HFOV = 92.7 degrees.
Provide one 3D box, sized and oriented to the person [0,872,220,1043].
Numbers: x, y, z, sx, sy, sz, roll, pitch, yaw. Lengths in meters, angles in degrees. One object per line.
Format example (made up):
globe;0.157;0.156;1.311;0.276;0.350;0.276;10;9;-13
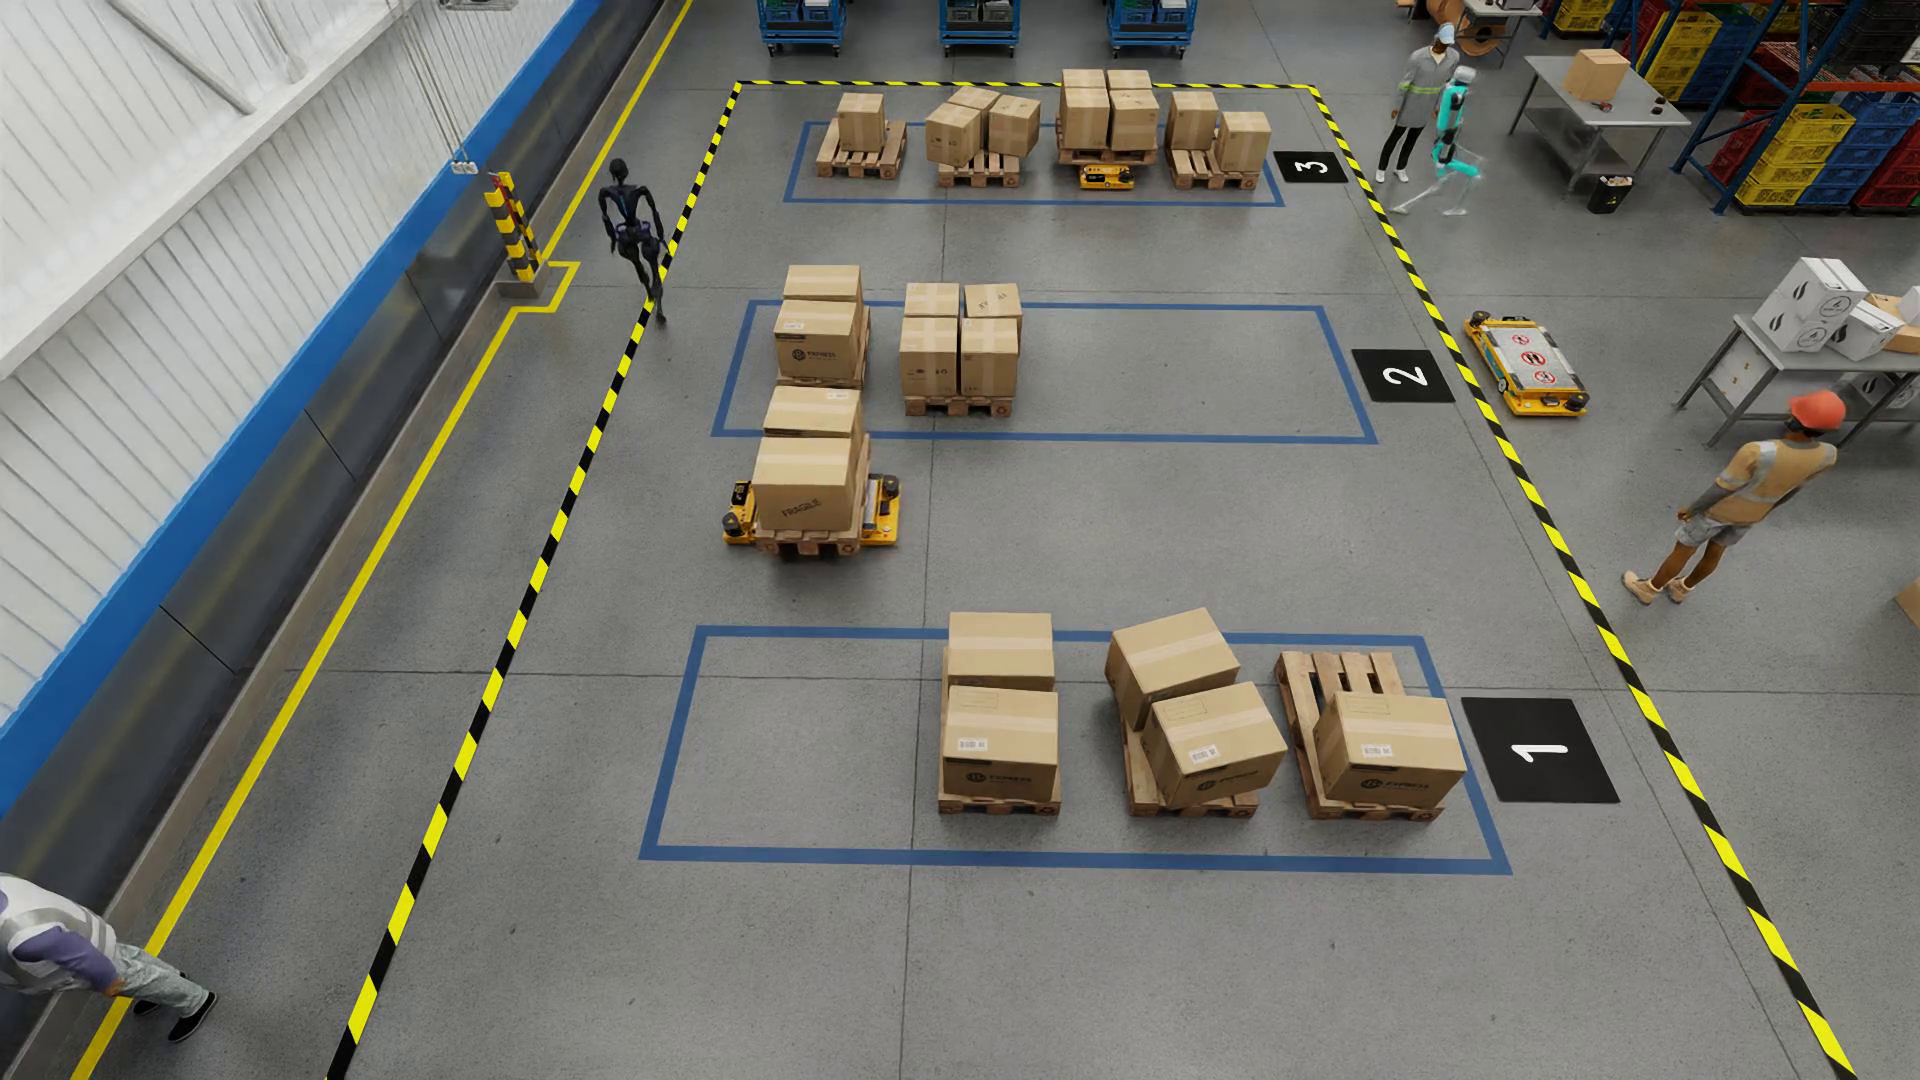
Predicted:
person;-4.529;2.118;4.662;0.599;1.836;0.404;22;53;18

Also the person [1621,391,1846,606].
person;5.538;-0.250;6.575;0.607;2.048;0.365;0;49;0

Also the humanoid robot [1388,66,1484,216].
humanoid robot;5.697;-4.425;10.438;1.047;1.769;0.537;9;50;8

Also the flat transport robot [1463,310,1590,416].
flat transport robot;5.573;-1.757;9.054;0.659;0.231;1.431;1;49;1

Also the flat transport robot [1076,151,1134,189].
flat transport robot;1.845;-4.982;11.827;0.652;0.197;1.431;1;49;1

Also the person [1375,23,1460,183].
person;5.500;-5.202;10.989;0.597;1.850;0.395;-1;49;-1

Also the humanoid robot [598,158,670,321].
humanoid robot;-3.267;-2.997;9.215;0.590;1.633;0.710;-7;49;-6

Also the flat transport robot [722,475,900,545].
flat transport robot;-1.241;-0.271;7.750;1.431;0.197;0.652;1;49;1
